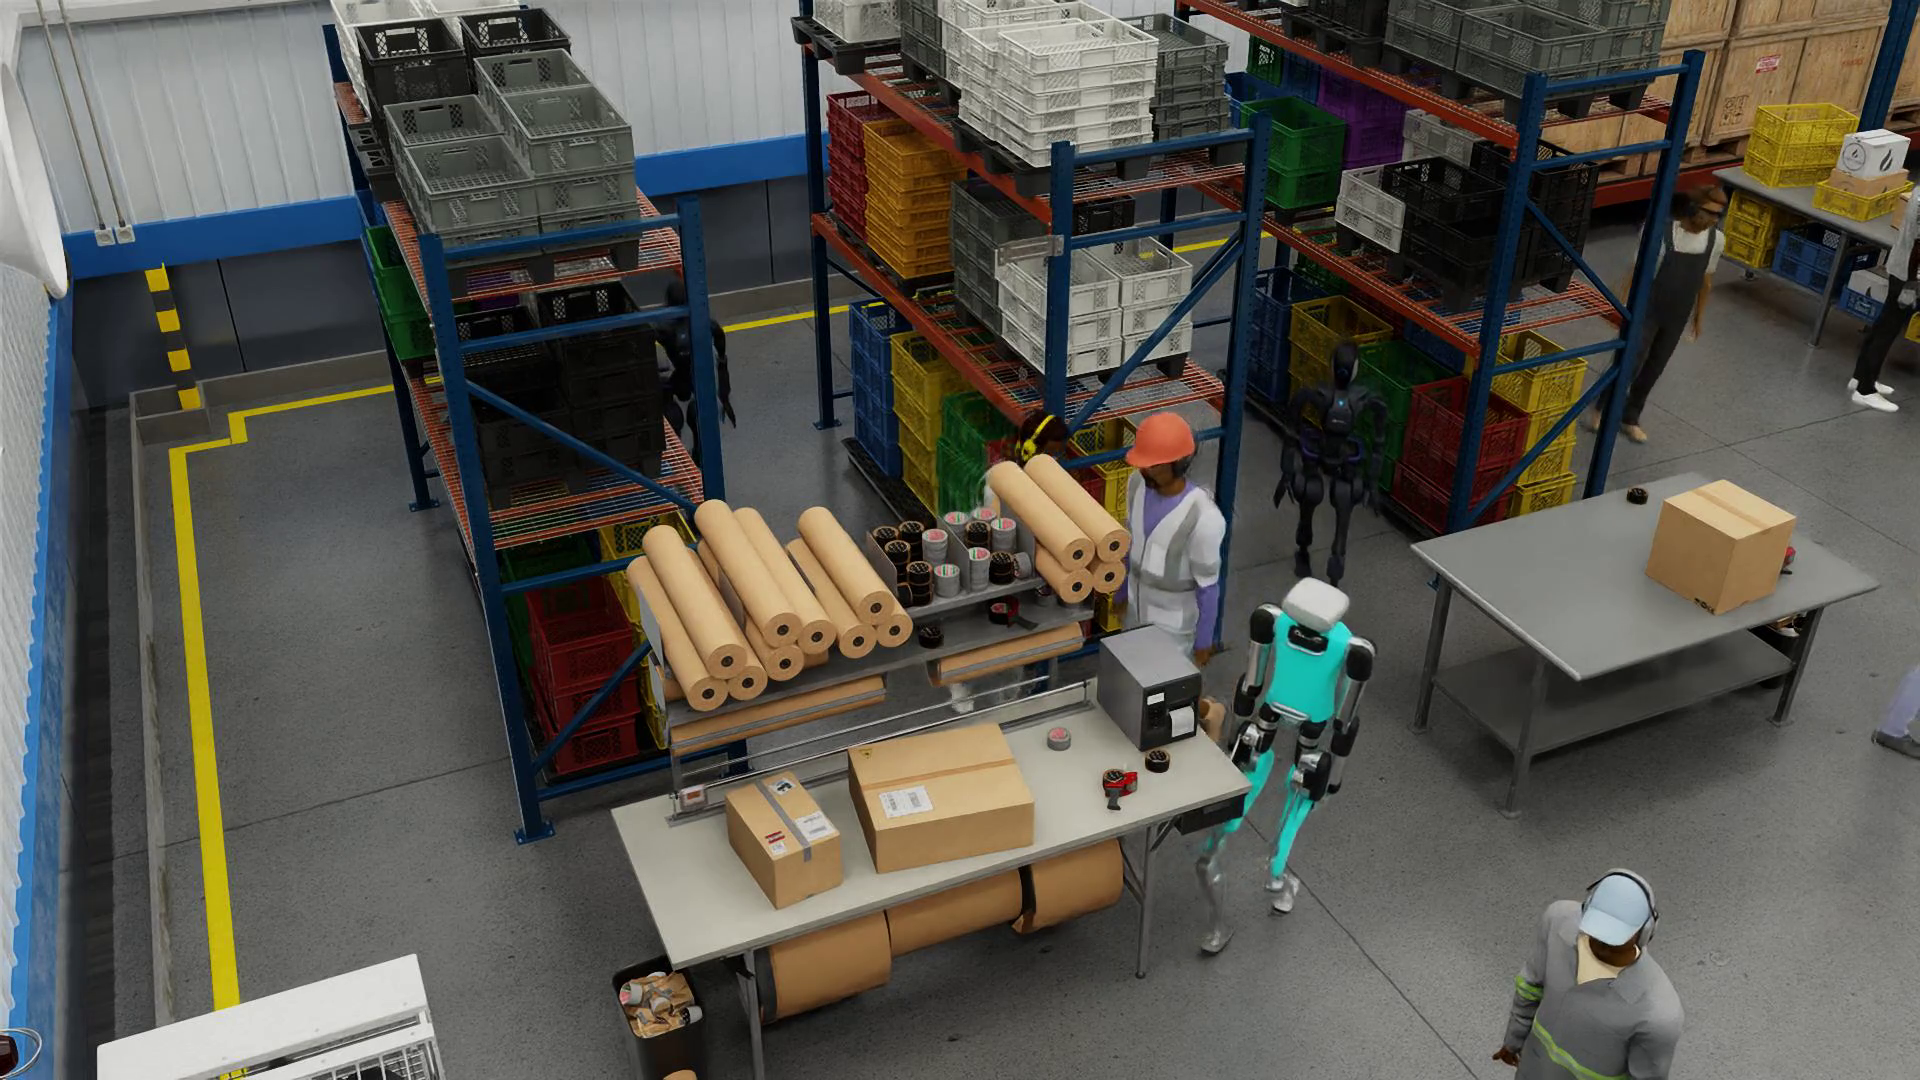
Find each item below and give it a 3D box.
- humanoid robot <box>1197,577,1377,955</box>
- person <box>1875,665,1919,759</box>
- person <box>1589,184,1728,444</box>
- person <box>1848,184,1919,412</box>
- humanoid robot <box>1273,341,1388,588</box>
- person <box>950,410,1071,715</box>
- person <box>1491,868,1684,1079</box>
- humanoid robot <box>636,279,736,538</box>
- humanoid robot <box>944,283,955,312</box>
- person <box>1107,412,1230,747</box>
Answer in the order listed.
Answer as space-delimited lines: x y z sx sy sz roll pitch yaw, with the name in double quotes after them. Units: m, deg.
1.287 1.034 6.912 0.561 1.783 0.895 18 36 27 "humanoid robot"
5.045 0.308 8.086 0.743 1.718 0.554 6 32 9 "person"
4.593 -1.468 10.884 0.562 1.816 0.413 -2 32 -4 "person"
6.501 -1.807 11.379 0.331 1.871 0.507 13 34 20 "person"
2.063 -0.369 9.269 0.594 1.628 0.768 5 32 8 "humanoid robot"
0.229 0.193 8.158 0.509 1.838 0.600 27 41 36 "person"
2.014 1.806 5.526 0.369 1.852 0.595 -14 34 -21 "person"
-1.682 -0.856 10.080 0.610 1.635 0.743 -10 33 -15 "humanoid robot"
0.100 -2.053 11.992 0.485 1.644 0.608 7 32 11 "humanoid robot"
0.962 0.304 7.800 0.650 2.020 0.627 -18 36 -27 "person"
